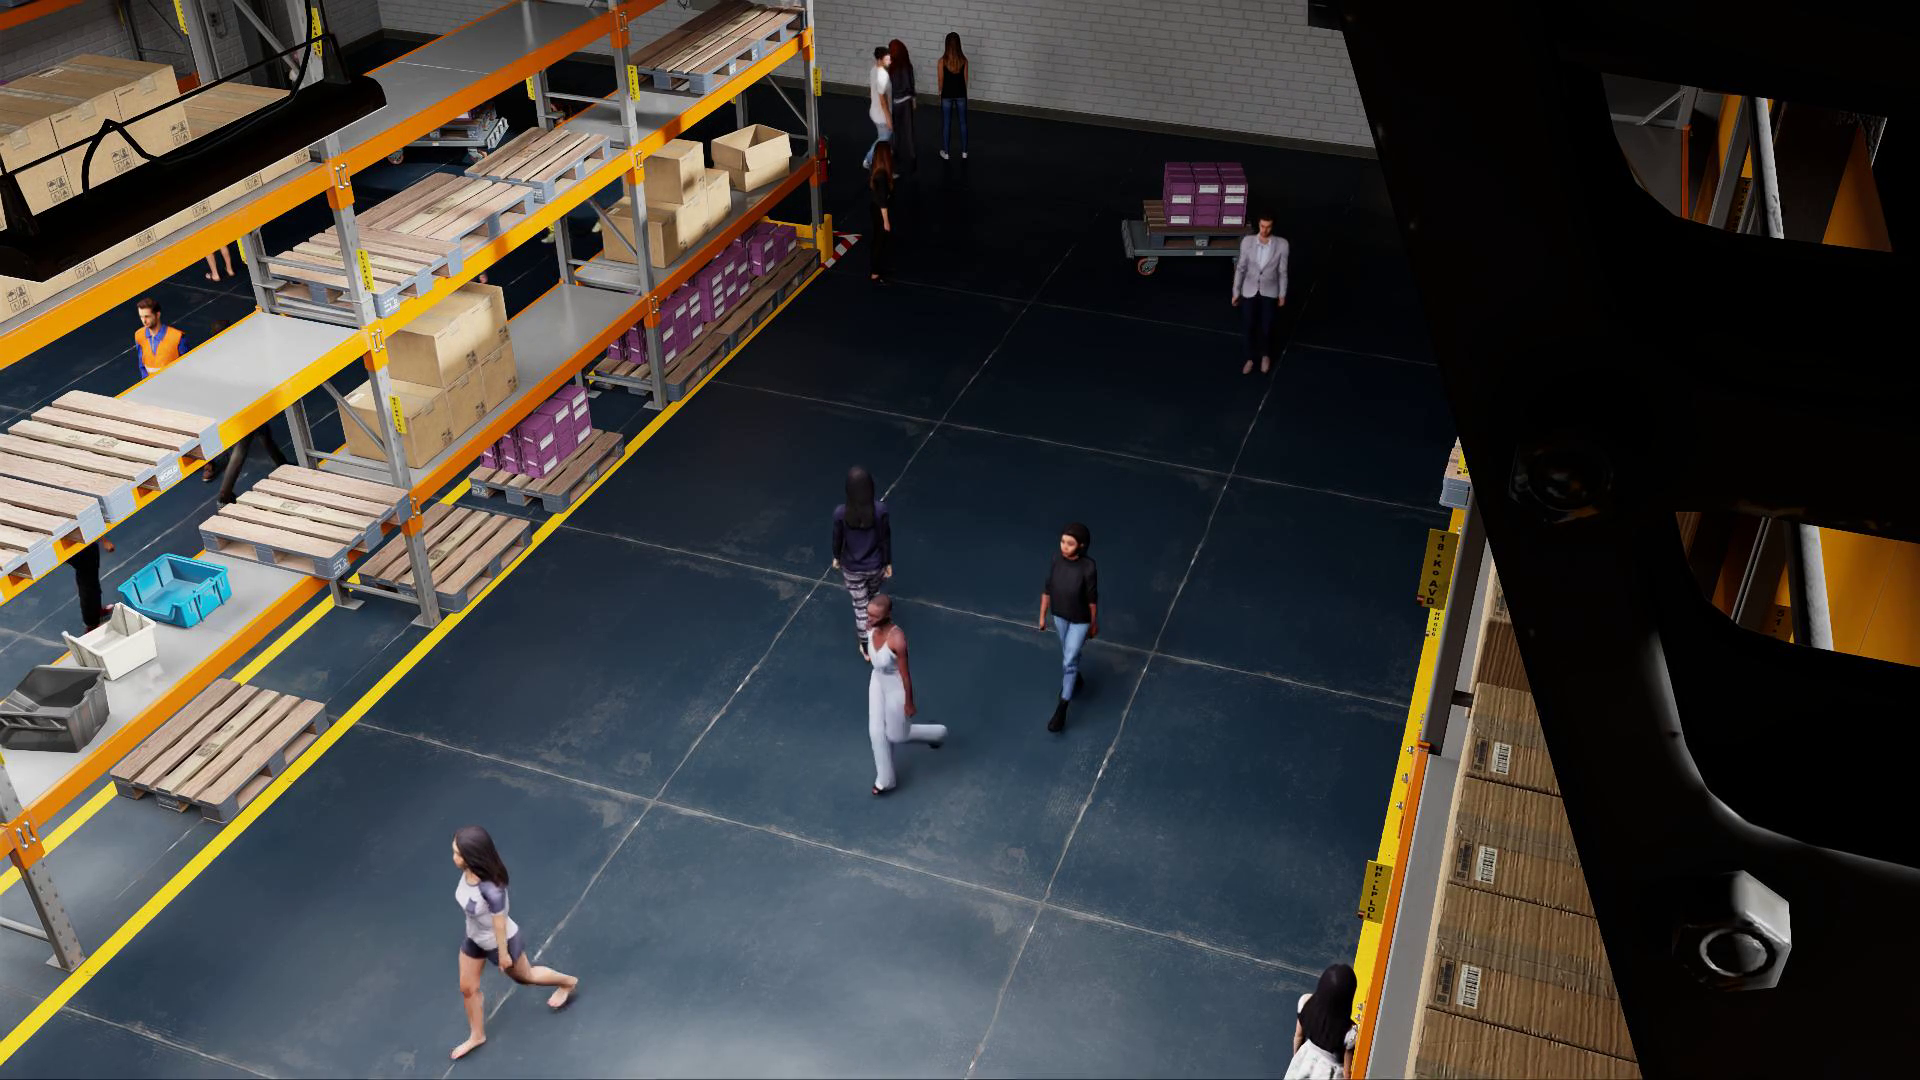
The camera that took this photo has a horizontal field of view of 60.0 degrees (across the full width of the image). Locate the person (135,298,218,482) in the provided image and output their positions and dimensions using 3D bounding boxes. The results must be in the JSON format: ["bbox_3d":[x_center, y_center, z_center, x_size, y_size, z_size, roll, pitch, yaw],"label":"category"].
[{"bbox_3d":[-7.353,-1.410,15.561,0.771,1.863,0.720,1,34,2],"label":"person"}]

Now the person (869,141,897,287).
[{"bbox_3d":[-0.934,-3.800,19.296,0.736,1.708,0.628,-3,34,-4],"label":"person"}]

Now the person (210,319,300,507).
[{"bbox_3d":[-6.638,-1.121,15.227,0.947,1.752,1.303,25,41,32],"label":"person"}]

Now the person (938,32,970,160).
[{"bbox_3d":[-0.085,-6.056,22.678,0.678,1.722,0.683,-5,34,-8],"label":"person"}]

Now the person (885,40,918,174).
[{"bbox_3d":[-0.770,-5.743,22.183,1.064,1.749,1.165,-11,35,-16],"label":"person"}]

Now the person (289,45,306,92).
[{"bbox_3d":[-8.651,-5.812,22.325,0.848,1.706,1.059,0,34,0],"label":"person"}]

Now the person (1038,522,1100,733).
[{"bbox_3d":[0.898,0.559,12.765,0.728,1.679,1.009,20,39,27],"label":"person"}]

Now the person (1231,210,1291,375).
[{"bbox_3d":[3.172,-2.626,17.415,0.709,1.836,0.628,14,36,20],"label":"person"}]

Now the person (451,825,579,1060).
[{"bbox_3d":[-2.746,2.368,10.052,1.172,1.670,0.930,-27,42,-34],"label":"person"}]

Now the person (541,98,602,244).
[{"bbox_3d":[-4.691,-4.517,20.340,1.215,1.747,0.934,-27,42,-34],"label":"person"}]

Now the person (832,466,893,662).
[{"bbox_3d":[-0.756,0.230,13.227,0.820,1.715,0.915,-6,34,-9],"label":"person"}]

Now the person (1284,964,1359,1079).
[{"bbox_3d":[1.960,2.974,9.050,0.797,1.769,0.775,-25,41,-33],"label":"person"}]

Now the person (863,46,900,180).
[{"bbox_3d":[-1.093,-5.574,21.855,0.930,1.831,0.849,-11,35,-16],"label":"person"}]

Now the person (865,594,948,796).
[{"bbox_3d":[-0.417,1.053,11.955,1.000,1.752,0.844,-26,42,-33],"label":"person"}]
